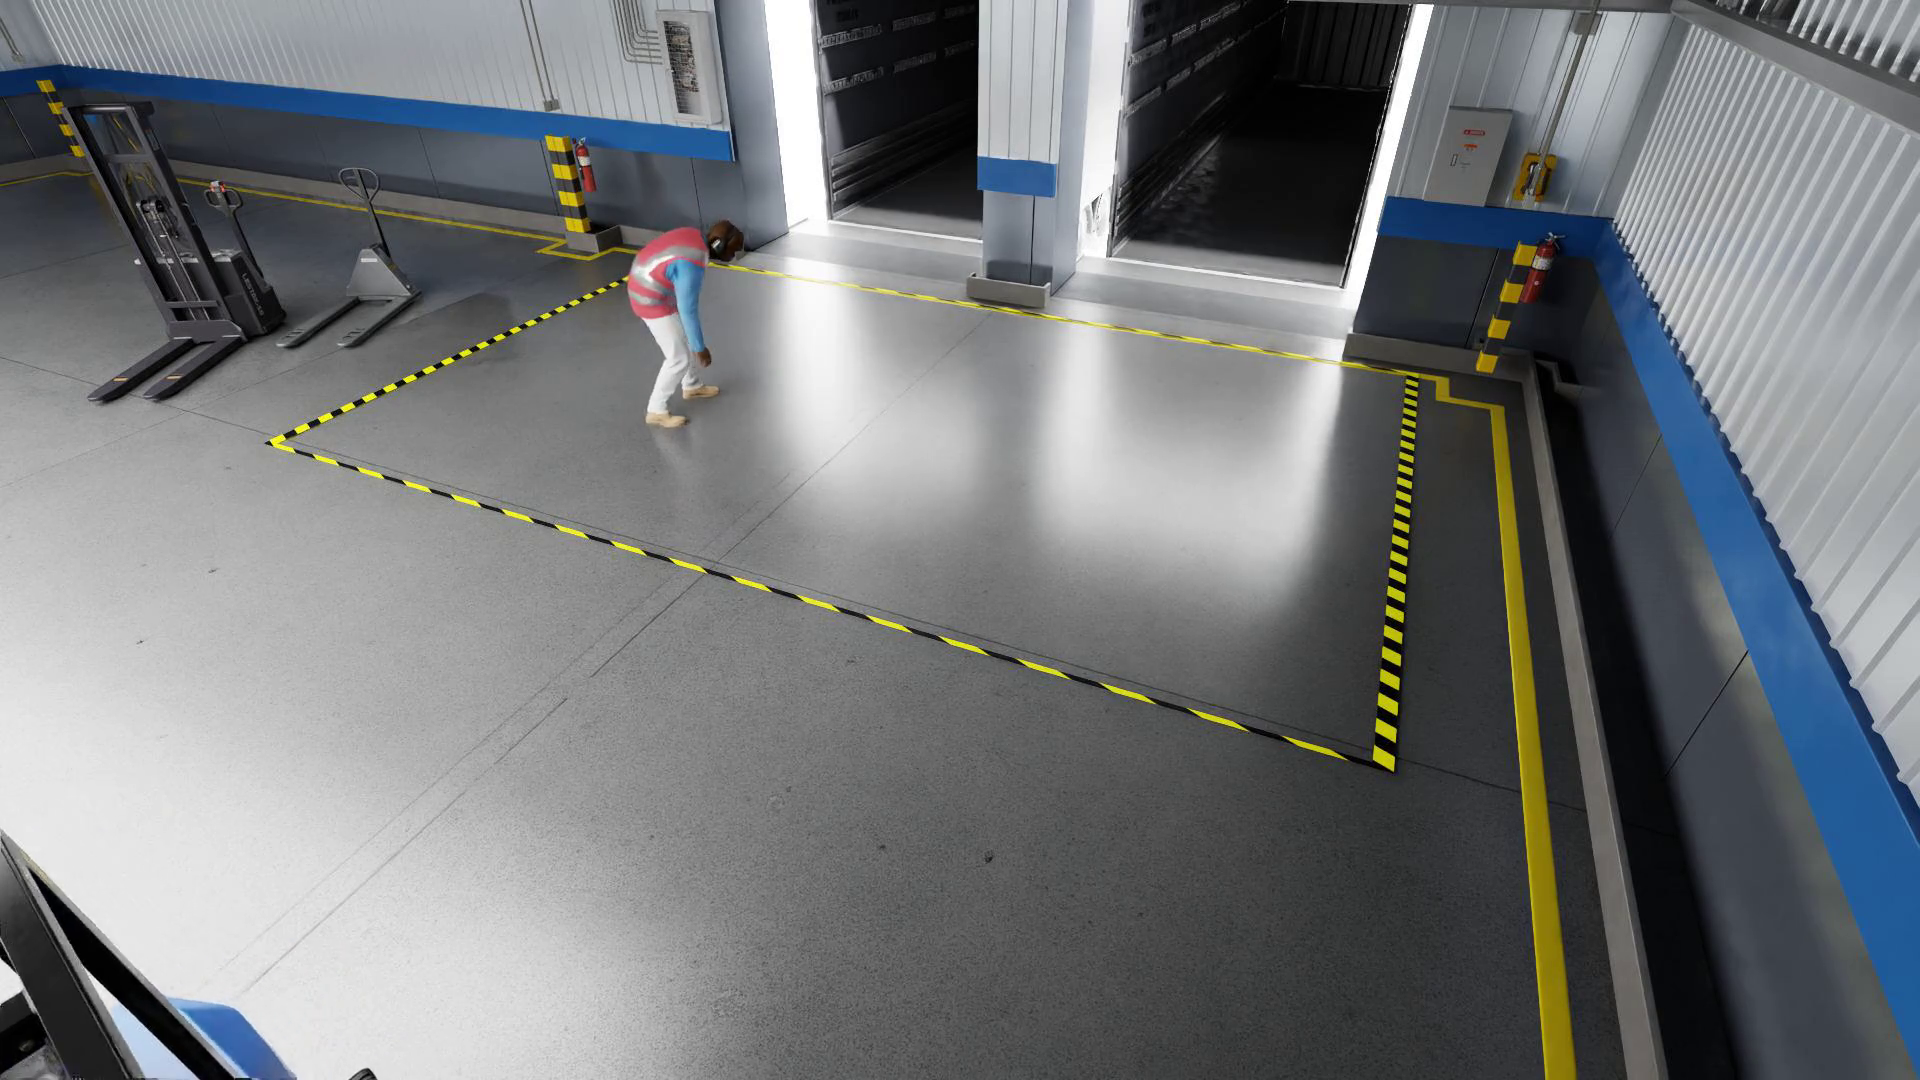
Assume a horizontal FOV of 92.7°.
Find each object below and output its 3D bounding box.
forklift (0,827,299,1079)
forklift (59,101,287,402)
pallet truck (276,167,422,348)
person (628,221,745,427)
[{"bbox_3d":[-1.346,1.644,1.358,2.680,2.036,1.157,23,41,30],"label":"forklift"},{"bbox_3d":[-6.686,-2.387,7.434,0.823,1.965,1.885,-3,35,-5],"label":"forklift"},{"bbox_3d":[-5.732,-2.611,8.414,0.680,1.201,1.601,-1,35,-1],"label":"pallet truck"},{"bbox_3d":[-1.999,-1.627,6.845,0.923,1.441,0.807,-8,36,-12],"label":"person"}]
